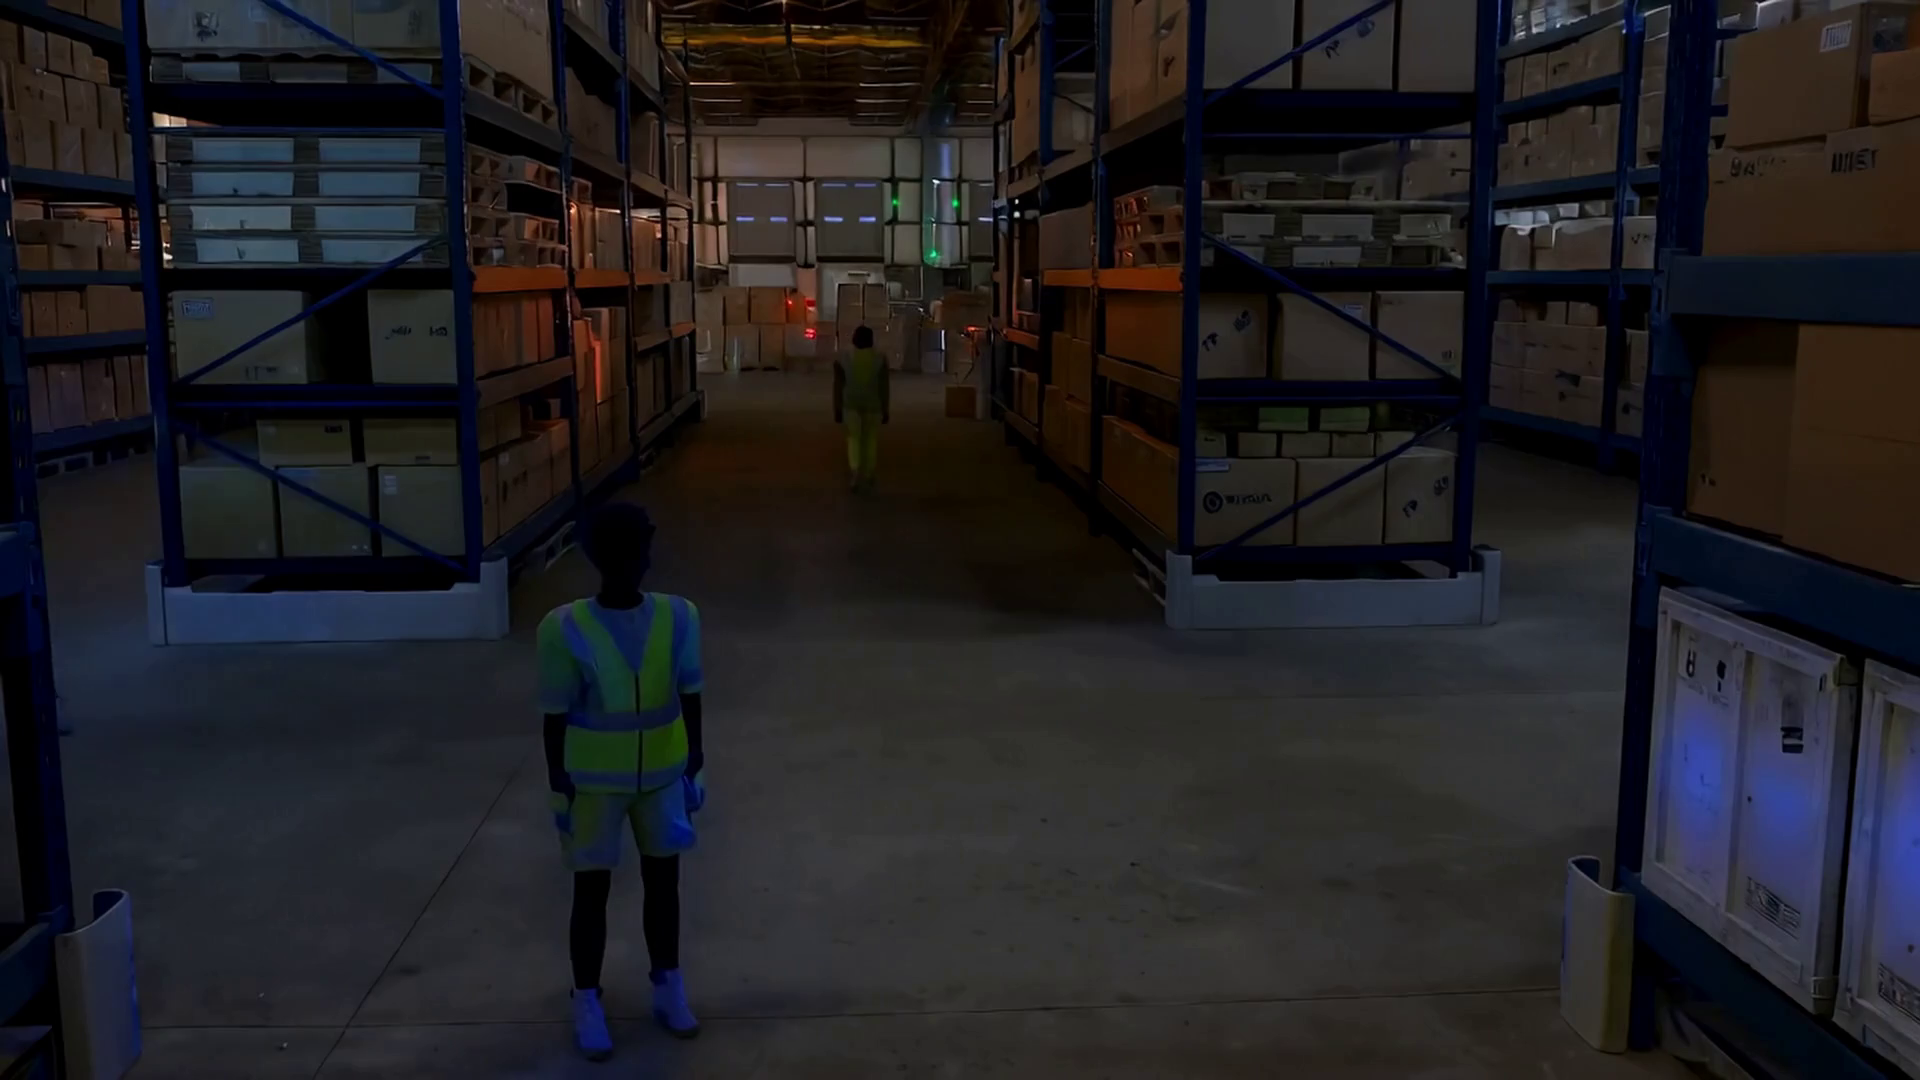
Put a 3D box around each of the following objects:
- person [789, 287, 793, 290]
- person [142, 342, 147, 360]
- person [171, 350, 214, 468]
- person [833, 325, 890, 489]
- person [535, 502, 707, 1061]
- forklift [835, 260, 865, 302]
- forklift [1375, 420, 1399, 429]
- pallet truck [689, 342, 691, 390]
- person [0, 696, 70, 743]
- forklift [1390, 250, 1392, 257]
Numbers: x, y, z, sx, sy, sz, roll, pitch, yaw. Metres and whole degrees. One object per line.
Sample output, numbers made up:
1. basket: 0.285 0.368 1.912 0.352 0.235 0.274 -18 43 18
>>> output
1. person: -5.967 -7.934 58.593 0.543 1.939 0.361 -4 10 -24
2. person: -21.926 -5.689 44.790 0.509 1.844 0.329 4 10 25
3. person: -8.017 -1.187 17.233 0.352 1.616 0.617 4 10 22
4. person: -1.094 -1.476 18.452 0.630 1.811 0.875 0 9 -1
5. person: -1.014 0.718 5.052 0.530 1.690 0.318 -5 10 -29
6. forklift: -3.422 -7.307 51.714 1.129 2.768 1.873 -1 9 -4
7. forklift: 5.443 -2.981 24.549 1.873 2.768 1.129 -1 9 -4
8. pallet truck: -5.225 -3.008 27.480 1.885 1.965 0.823 2 9 14
9. person: -4.961 0.056 8.213 0.942 1.998 0.636 -3 10 -20
10. forklift: 7.993 -4.026 31.107 1.129 2.768 1.873 8 12 40
